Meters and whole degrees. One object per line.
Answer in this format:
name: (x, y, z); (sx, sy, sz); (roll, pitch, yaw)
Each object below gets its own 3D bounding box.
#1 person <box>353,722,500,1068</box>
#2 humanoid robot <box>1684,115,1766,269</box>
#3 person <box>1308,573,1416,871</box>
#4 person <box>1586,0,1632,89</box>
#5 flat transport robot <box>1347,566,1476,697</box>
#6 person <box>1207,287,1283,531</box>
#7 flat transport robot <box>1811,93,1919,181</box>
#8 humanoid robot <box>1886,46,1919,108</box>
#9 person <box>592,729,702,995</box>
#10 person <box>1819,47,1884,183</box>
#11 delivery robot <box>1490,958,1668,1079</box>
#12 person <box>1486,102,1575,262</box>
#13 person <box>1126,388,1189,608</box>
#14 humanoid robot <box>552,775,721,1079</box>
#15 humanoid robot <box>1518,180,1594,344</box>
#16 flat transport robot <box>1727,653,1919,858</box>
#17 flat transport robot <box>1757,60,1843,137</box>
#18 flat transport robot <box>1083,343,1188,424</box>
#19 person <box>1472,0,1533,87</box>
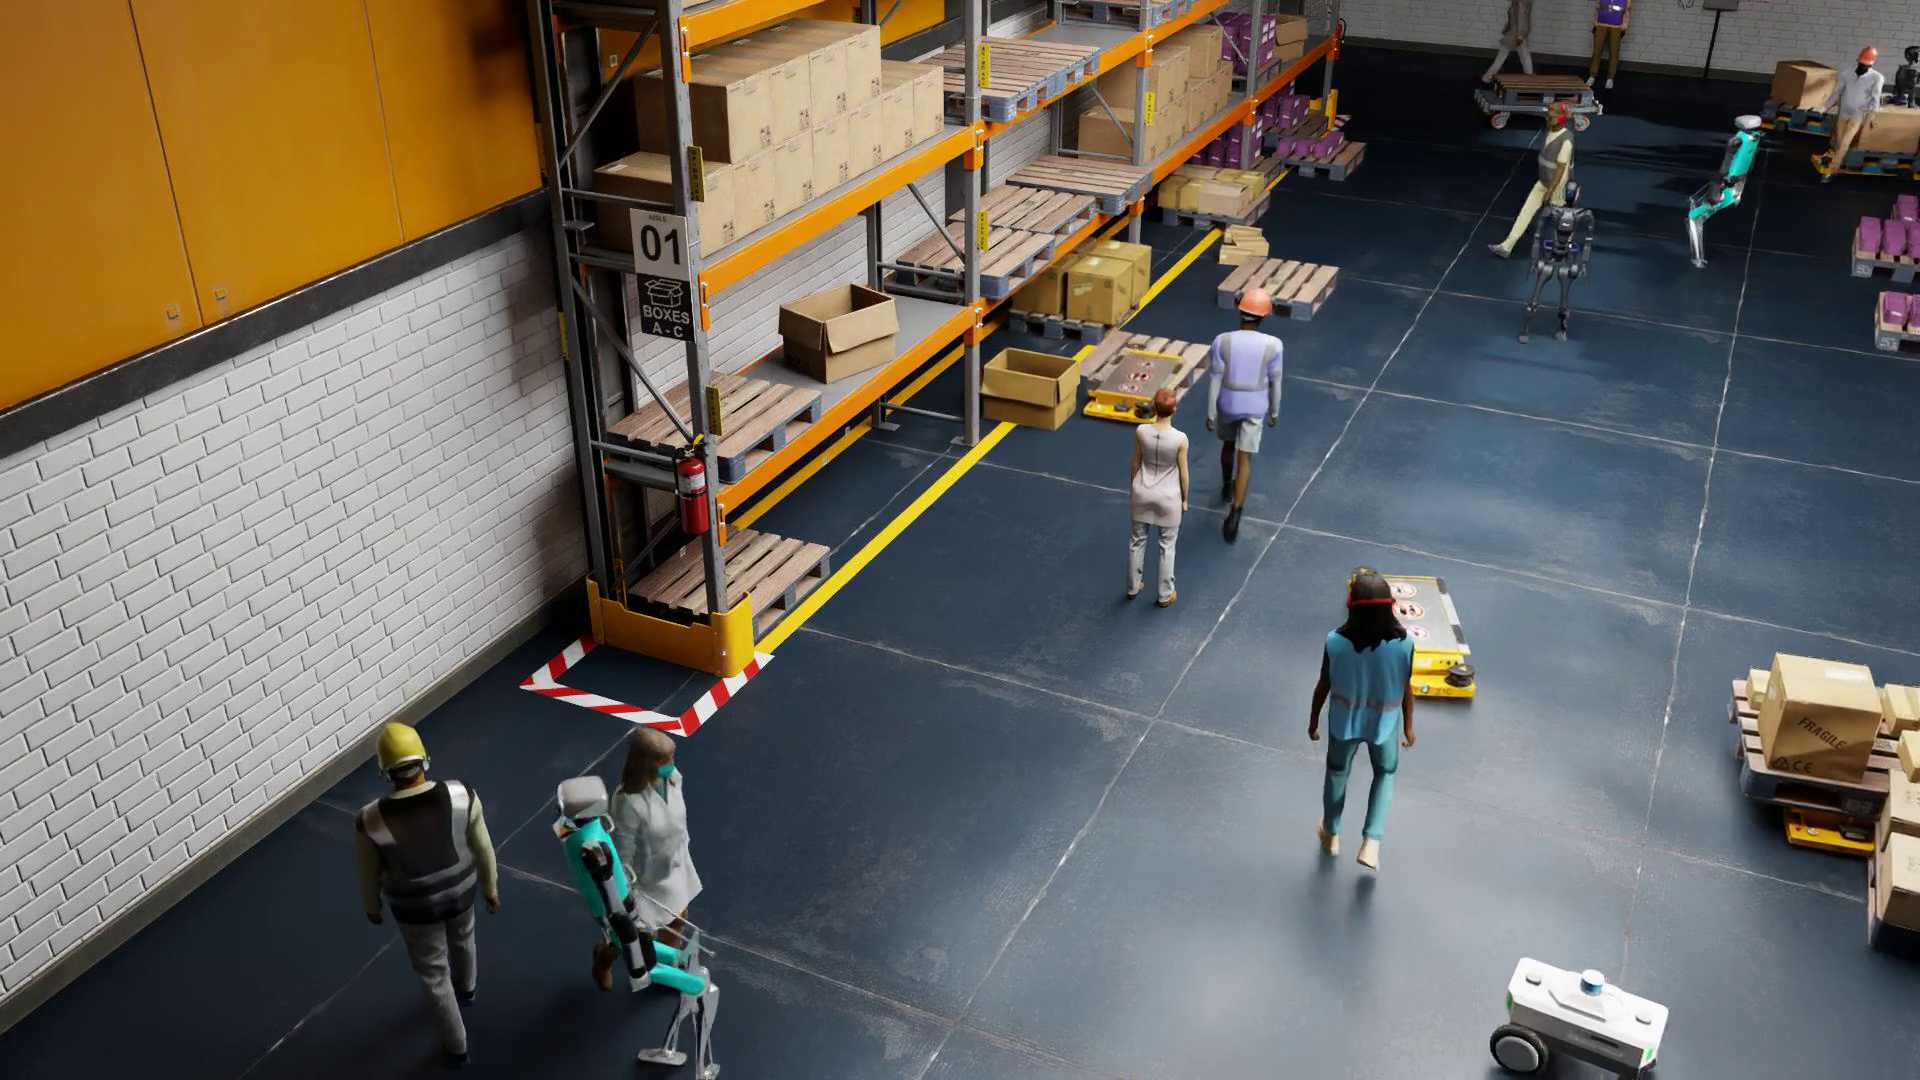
person: (-2.564, 1.677, 8.021); (0.603, 1.791, 0.621); (-17, 33, -29)
humanoid robot: (8.263, -3.823, 18.284); (0.559, 1.795, 0.792); (-17, 33, -29)
person: (2.221, 1.016, 9.166); (0.591, 1.855, 0.571); (5, 29, 10)
person: (10.132, -8.026, 25.875); (0.528, 1.924, 0.431); (18, 33, 30)
flat transport robot: (3.121, 0.624, 11.572); (0.659, 0.231, 1.431); (2, 28, 4)
person: (2.200, -1.032, 12.949); (0.551, 1.891, 1.009); (7, 29, 13)
flat transport robot: (12.047, -4.943, 21.894); (1.431, 0.231, 0.659); (7, 29, 13)
humanoid robot: (12.176, -5.555, 21.536); (0.345, 1.649, 0.590); (2, 28, 3)
person: (-1.566, 1.621, 8.263); (0.494, 1.638, 0.519); (16, 32, 27)
person: (11.343, -5.442, 21.281); (0.747, 1.715, 0.633); (-16, 32, -28)
delivery robot: (3.003, 2.347, 8.090); (0.805, 0.609, 0.499); (16, 32, 27)
person: (6.437, -3.935, 18.413); (0.950, 1.790, 0.588); (-4, 29, -7)
person: (1.405, -0.300, 11.827); (0.431, 1.650, 0.283); (11, 30, 19)
humanoid robot: (-1.412, 1.824, 7.807); (0.813, 1.786, 0.603); (-15, 32, -25)
humanoid robot: (5.892, -2.739, 16.343); (0.601, 1.643, 0.426); (7, 29, 13)
flat transport robot: (5.312, 1.417, 10.100); (0.659, 0.231, 1.431); (8, 29, 15)
flat transport robot: (12.169, -5.936, 23.735); (1.431, 0.231, 0.659); (22, 35, 35)
flat transport robot: (1.674, -1.447, 15.411); (0.659, 0.231, 1.431); (11, 30, 19)
person: (8.571, -7.892, 25.775); (0.974, 1.779, 0.500); (16, 32, 27)
